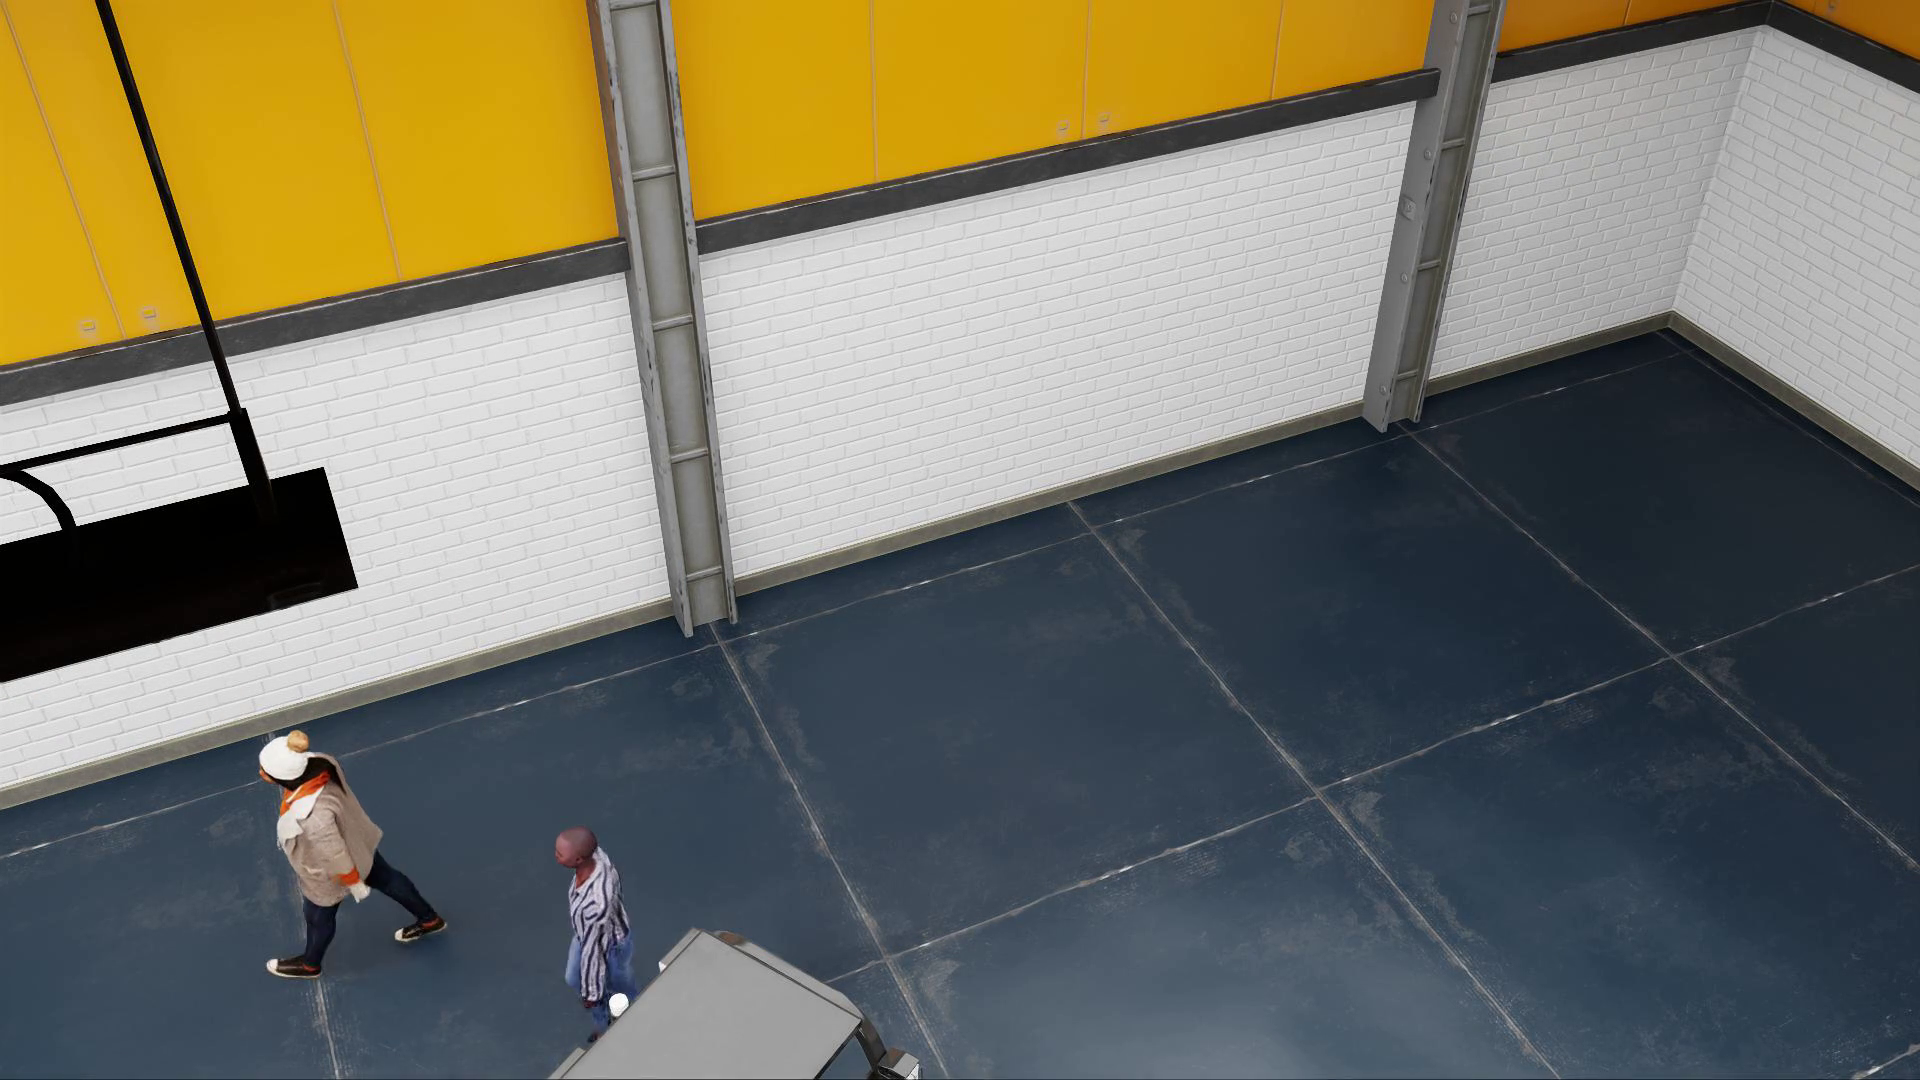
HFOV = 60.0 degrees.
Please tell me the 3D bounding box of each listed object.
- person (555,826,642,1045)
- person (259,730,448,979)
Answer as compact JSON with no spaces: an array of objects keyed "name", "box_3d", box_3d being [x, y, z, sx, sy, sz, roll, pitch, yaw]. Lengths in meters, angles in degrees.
[{"name":"person","box_3d":[-1.741,2.093,8.616,0.660,1.778,0.635,-16,41,-19]},{"name":"person","box_3d":[-3.300,1.679,9.086,1.264,1.839,0.878,-7,39,-9]}]
